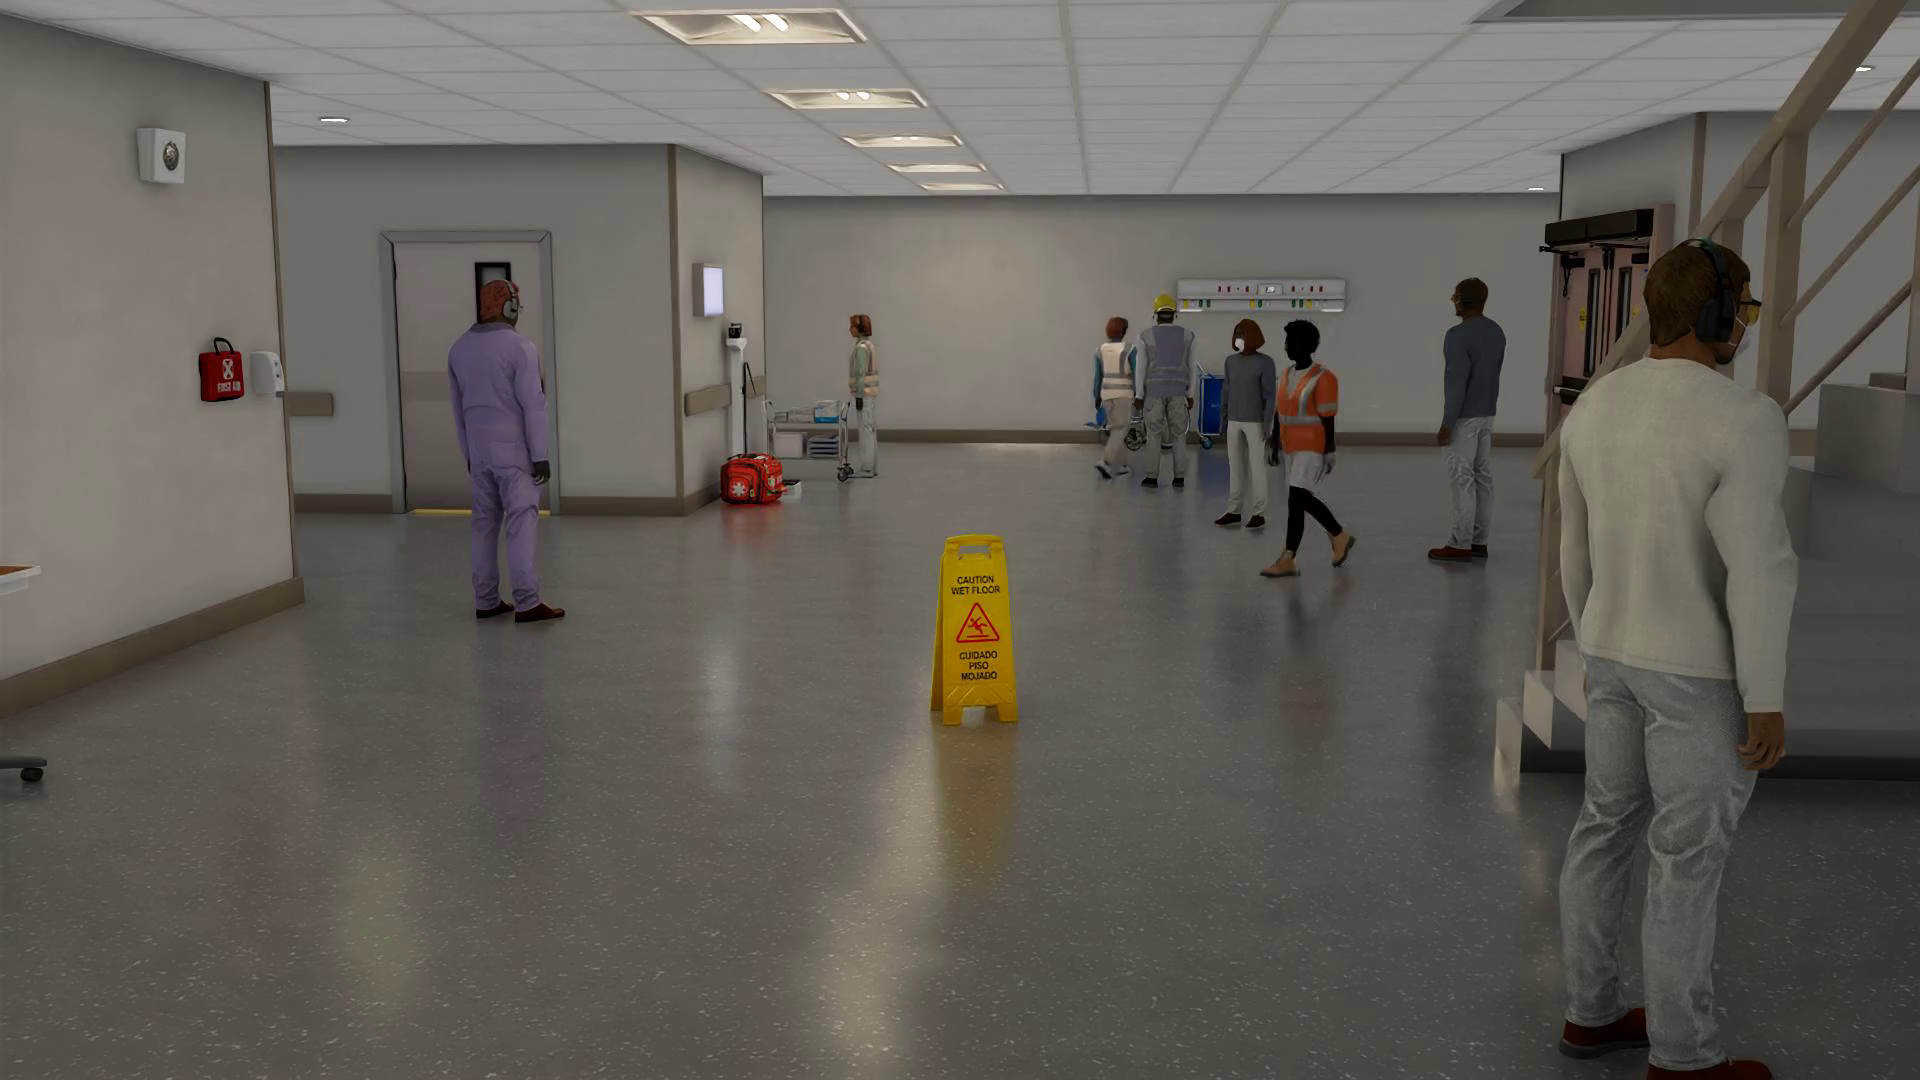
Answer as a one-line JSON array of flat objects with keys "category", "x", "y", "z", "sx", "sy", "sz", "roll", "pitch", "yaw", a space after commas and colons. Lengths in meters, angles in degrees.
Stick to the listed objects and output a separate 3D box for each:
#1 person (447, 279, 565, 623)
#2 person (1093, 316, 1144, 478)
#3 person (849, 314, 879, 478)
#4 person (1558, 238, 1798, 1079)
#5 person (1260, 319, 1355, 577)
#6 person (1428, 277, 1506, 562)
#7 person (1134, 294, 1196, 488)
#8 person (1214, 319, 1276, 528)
[{"category": "person", "x": -2.525, "y": -0.492, "z": 9.277, "sx": 0.641, "sy": 1.905, "sz": 0.410, "roll": 5, "pitch": 10, "yaw": 29}, {"category": "person", "x": 1.554, "y": -1.425, "z": 16.610, "sx": 0.523, "sy": 1.606, "sz": 0.758, "roll": 8, "pitch": 11, "yaw": 42}, {"category": "person", "x": -0.958, "y": -1.424, "z": 16.542, "sx": 0.314, "sy": 1.633, "sz": 0.514, "roll": 1, "pitch": 8, "yaw": 4}, {"category": "person", "x": 1.613, "y": 0.299, "z": 3.774, "sx": 0.372, "sy": 1.940, "sz": 0.632, "roll": -3, "pitch": 9, "yaw": -20}, {"category": "person", "x": 2.301, "y": -0.603, "z": 10.833, "sx": 0.769, "sy": 1.670, "sz": 0.535, "roll": -4, "pitch": 9, "yaw": -24}, {"category": "person", "x": 3.467, "y": -0.818, "z": 11.369, "sx": 0.364, "sy": 1.939, "sz": 0.636, "roll": 8, "pitch": 12, "yaw": 44}, {"category": "person", "x": 1.929, "y": -1.403, "z": 15.713, "sx": 0.600, "sy": 1.827, "sz": 0.404, "roll": -1, "pitch": 8, "yaw": -10}, {"category": "person", "x": 2.236, "y": -0.909, "z": 13.024, "sx": 0.278, "sy": 1.633, "sz": 0.507, "roll": -8, "pitch": 11, "yaw": -42}]
